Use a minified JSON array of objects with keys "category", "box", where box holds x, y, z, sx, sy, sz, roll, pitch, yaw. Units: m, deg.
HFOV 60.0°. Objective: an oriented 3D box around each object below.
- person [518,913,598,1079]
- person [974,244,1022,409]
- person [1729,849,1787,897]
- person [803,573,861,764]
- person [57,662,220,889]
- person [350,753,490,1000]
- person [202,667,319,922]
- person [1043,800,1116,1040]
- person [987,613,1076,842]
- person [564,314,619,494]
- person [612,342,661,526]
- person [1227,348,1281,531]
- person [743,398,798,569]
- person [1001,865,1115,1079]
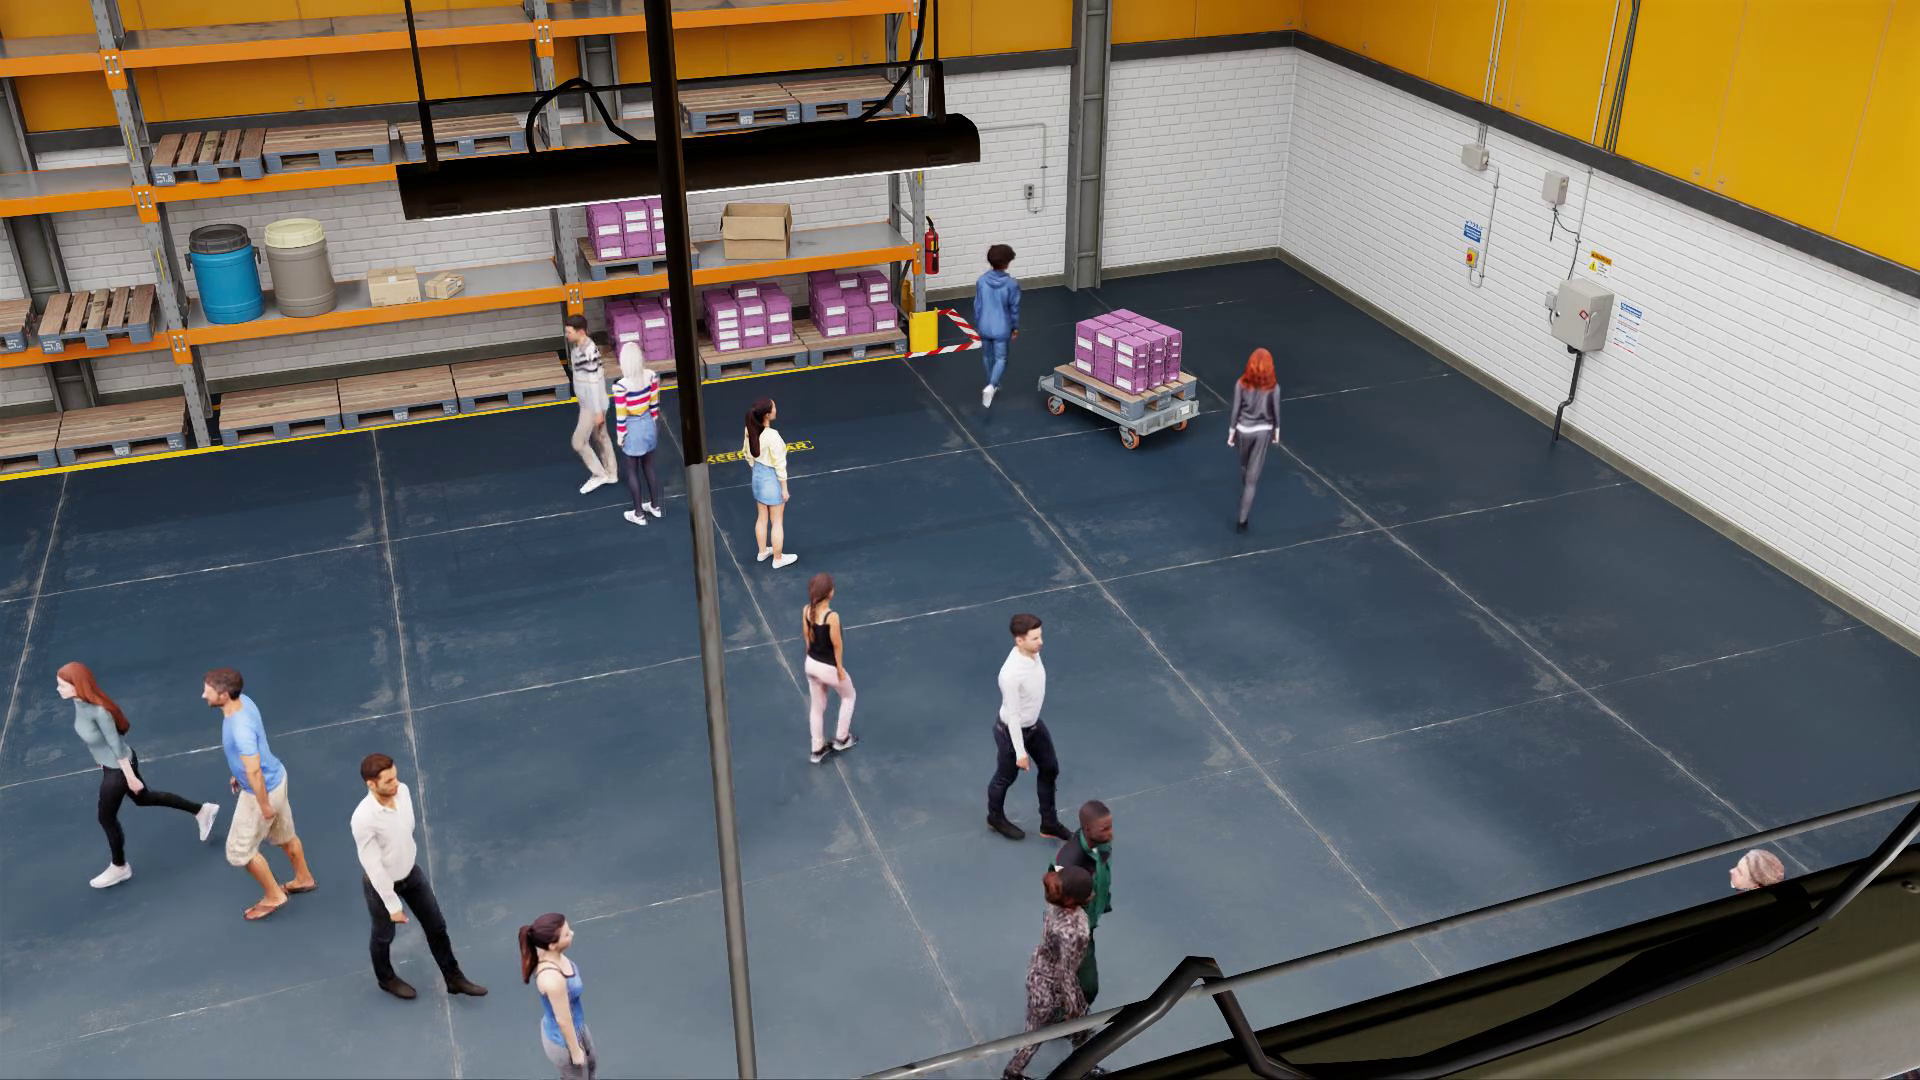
[{"category":"person","box":[-2.220,2.719,9.104,0.919,1.599,0.614,-8,30,-14]},{"category":"person","box":[0.368,-2.303,18.117,1.098,1.783,1.125,9,30,15]},{"category":"person","box":[4.374,2.506,9.250,1.181,1.833,1.185,16,32,27]},{"category":"person","box":[-1.037,0.980,12.342,0.708,1.550,0.780,17,33,29]},{"category":"person","box":[-5.572,1.524,11.185,1.219,1.703,0.894,-23,36,-36]},{"category":"person","box":[-3.514,2.052,10.072,1.081,1.842,1.007,11,31,20]},{"category":"person","box":[-4.491,1.597,10.901,0.694,1.847,0.661,-8,30,-14]},{"category":"person","box":[0.605,2.230,9.779,0.972,1.810,0.891,13,31,22]},{"category":"person","box":[0.330,1.279,11.487,1.040,1.845,1.006,15,32,26]},{"category":"person","box":[-3.514,-1.355,16.326,0.665,1.835,0.735,-7,29,-13]},{"category":"person","box":[-3.022,-1.018,15.739,0.799,1.805,0.661,21,35,33]},{"category":"person","box":[2.745,-0.913,15.634,1.168,1.722,1.138,9,30,16]},{"category":"person","box":[-1.737,-0.527,15.021,0.723,1.632,0.720,24,37,37]},{"category":"person","box":[0.451,2.503,9.415,1.022,1.679,0.832,1,29,2]}]
